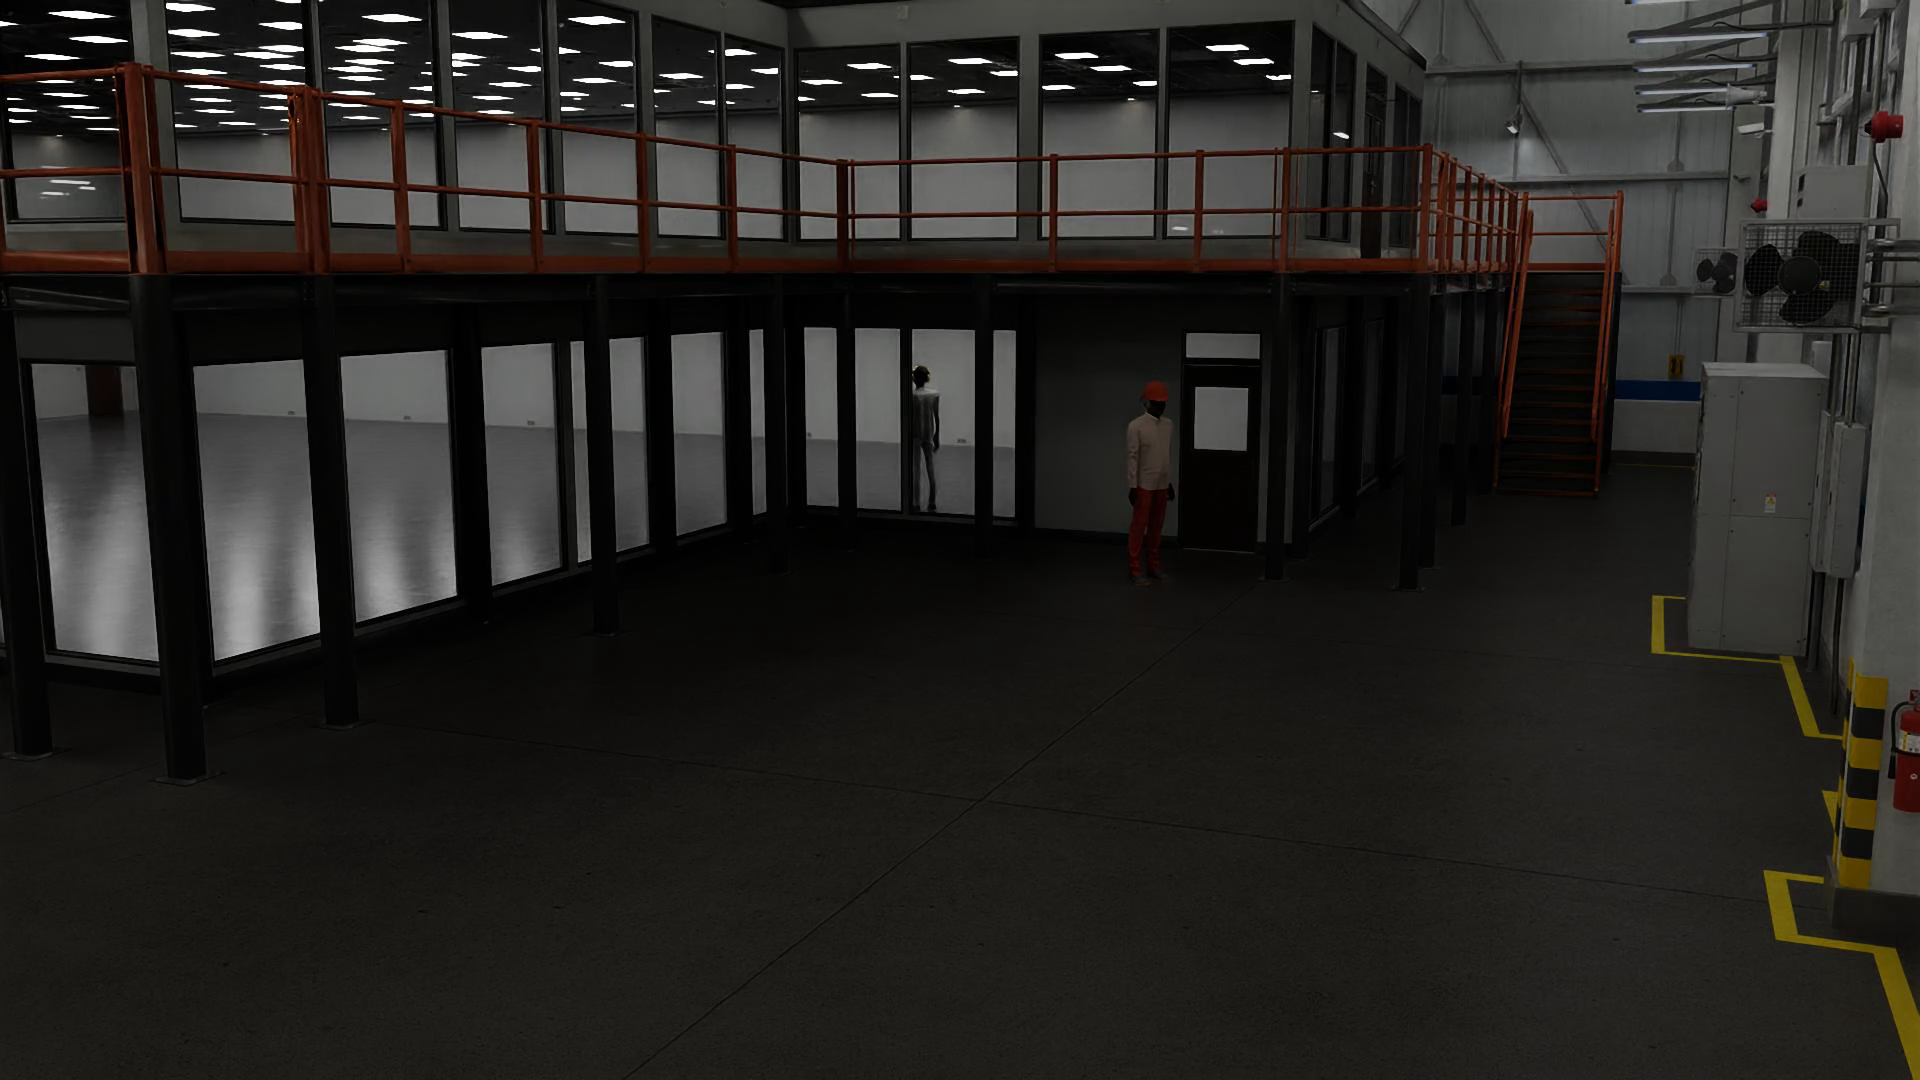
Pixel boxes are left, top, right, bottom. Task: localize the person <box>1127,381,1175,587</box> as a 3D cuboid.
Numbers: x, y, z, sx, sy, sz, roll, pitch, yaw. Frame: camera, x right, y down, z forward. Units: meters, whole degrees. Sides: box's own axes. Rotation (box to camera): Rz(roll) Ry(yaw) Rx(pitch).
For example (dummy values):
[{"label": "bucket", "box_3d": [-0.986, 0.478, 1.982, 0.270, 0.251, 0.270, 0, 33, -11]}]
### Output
[{"label": "person", "box_3d": [1.870, -0.545, 16.157, 0.622, 1.992, 0.396, -8, 12, -41]}]
